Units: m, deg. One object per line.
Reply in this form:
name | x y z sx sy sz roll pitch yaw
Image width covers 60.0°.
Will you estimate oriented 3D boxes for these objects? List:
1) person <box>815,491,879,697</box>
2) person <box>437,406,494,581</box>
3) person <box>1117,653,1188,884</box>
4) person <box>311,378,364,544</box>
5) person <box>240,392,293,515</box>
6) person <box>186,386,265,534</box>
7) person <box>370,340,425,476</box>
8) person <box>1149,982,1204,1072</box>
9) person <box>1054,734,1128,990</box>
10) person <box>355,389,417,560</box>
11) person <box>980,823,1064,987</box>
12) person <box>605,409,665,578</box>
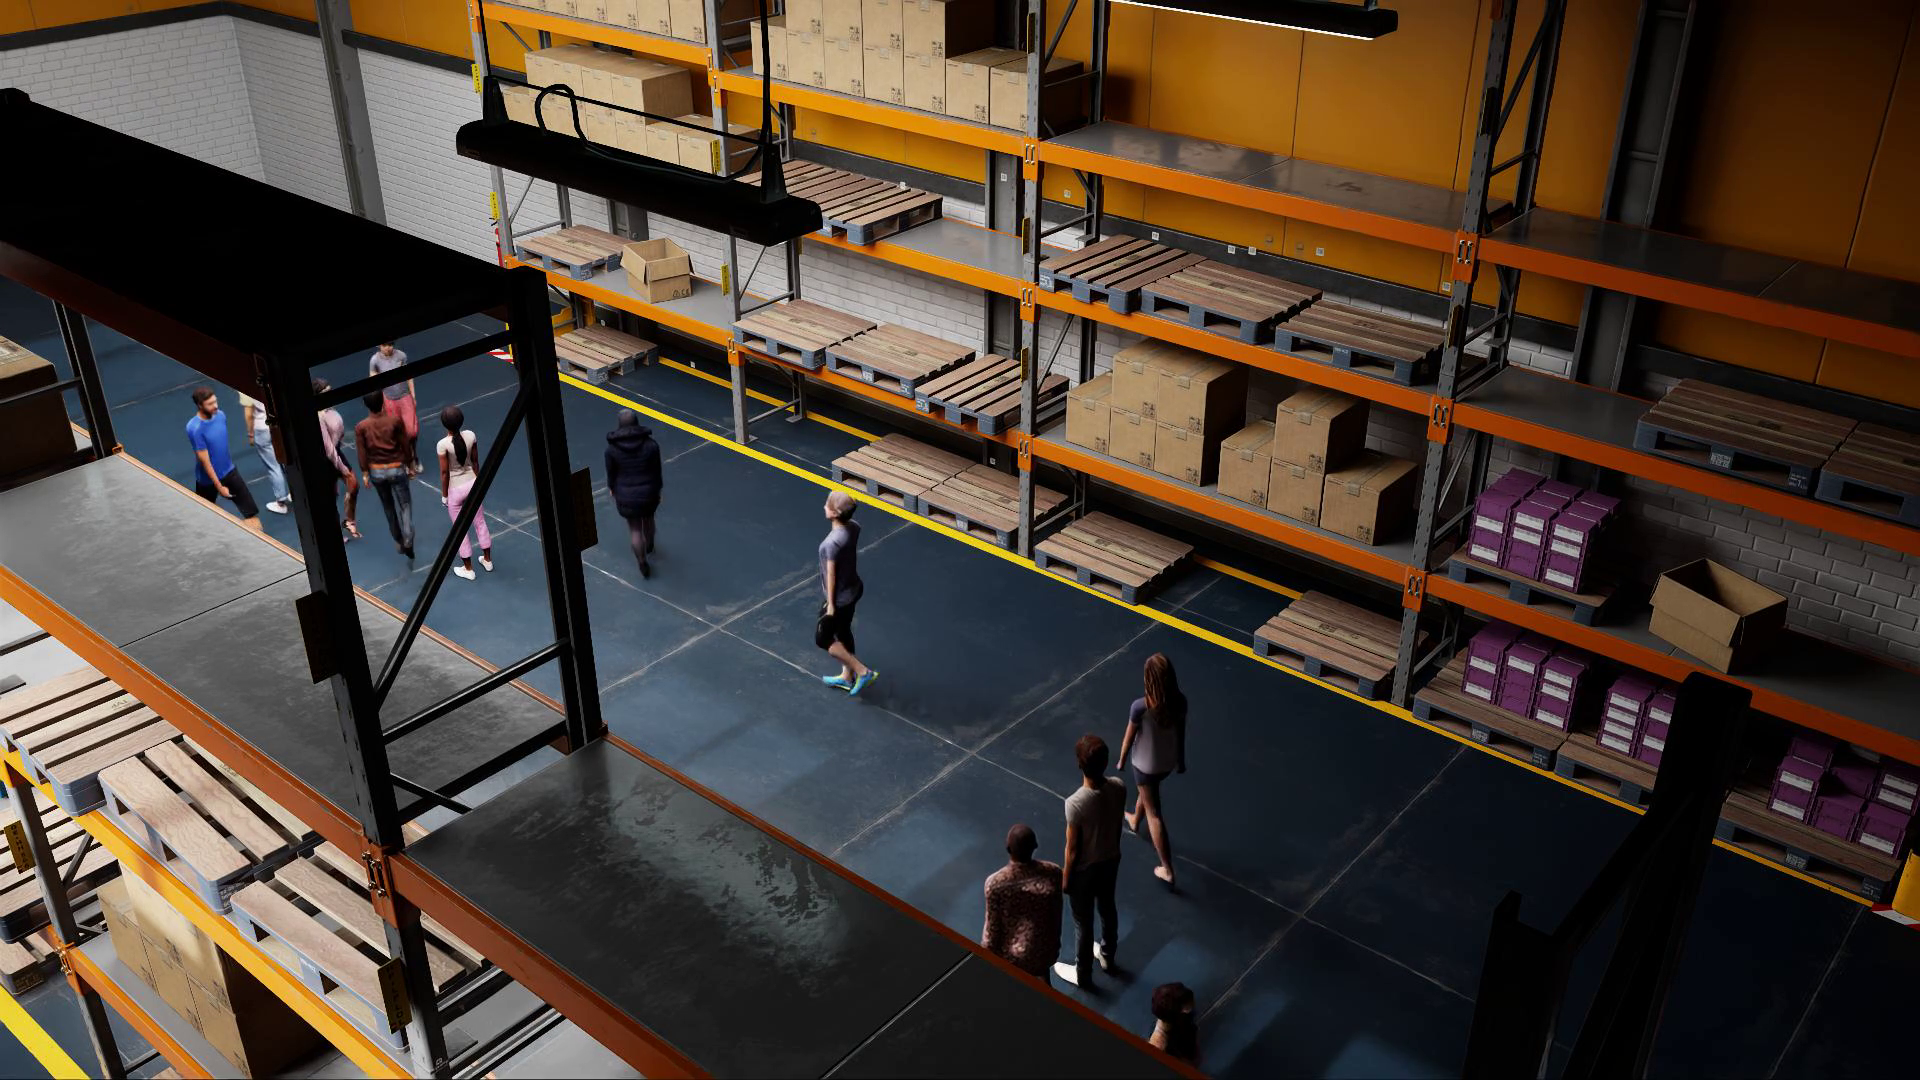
person | -0.902 0.475 13.710 0.907 1.874 0.826 9 30 15
person | -4.654 -0.461 15.563 0.492 1.742 0.572 22 35 34
person | 1.413 1.644 11.770 0.918 1.681 1.196 -13 31 -22
person | -6.160 -0.735 16.016 0.835 1.790 0.783 2 29 3
person | -6.938 -1.093 16.745 0.538 1.720 0.619 21 35 33
person | -7.105 -0.583 15.714 1.326 1.812 0.838 11 31 20
person | -5.971 -1.487 17.557 0.702 1.635 0.746 -13 31 -23
person | 1.058 3.095 9.060 1.166 1.728 0.878 8 30 14
person | 0.862 2.083 10.742 0.707 1.893 0.638 -20 35 -33
person | -5.415 -0.592 15.782 0.939 1.763 1.071 -9 30 -17
person | 0.374 2.486 10.094 0.778 1.808 0.756 -12 31 -21
person | -3.027 -0.414 15.572 0.962 1.651 1.055 -6 29 -11
